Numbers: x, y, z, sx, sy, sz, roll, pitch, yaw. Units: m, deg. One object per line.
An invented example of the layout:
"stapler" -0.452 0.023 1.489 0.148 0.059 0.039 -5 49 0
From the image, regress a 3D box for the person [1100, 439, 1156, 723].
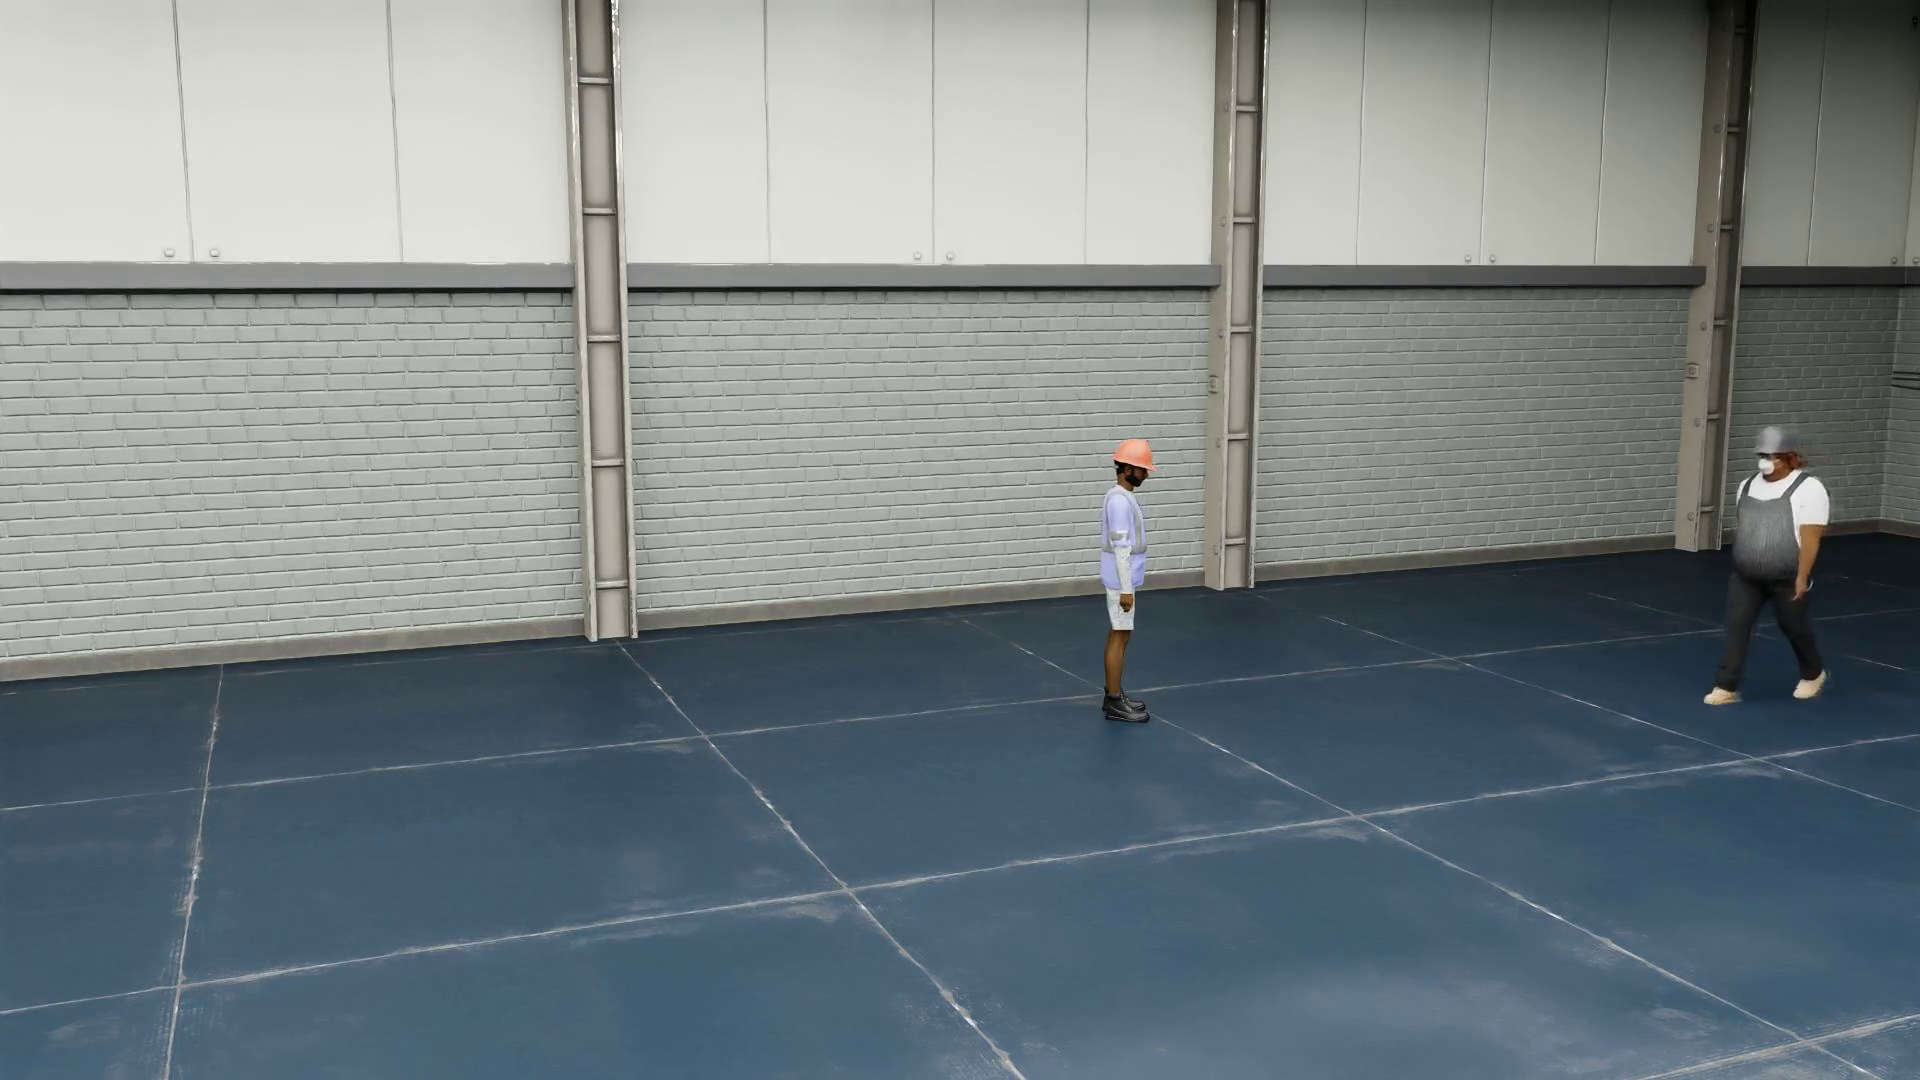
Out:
"person" 1.140 0.271 11.364 0.367 1.930 0.542 0 9 3

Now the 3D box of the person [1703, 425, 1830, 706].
"person" 5.788 0.151 11.769 0.989 2.000 0.681 -6 11 -33
